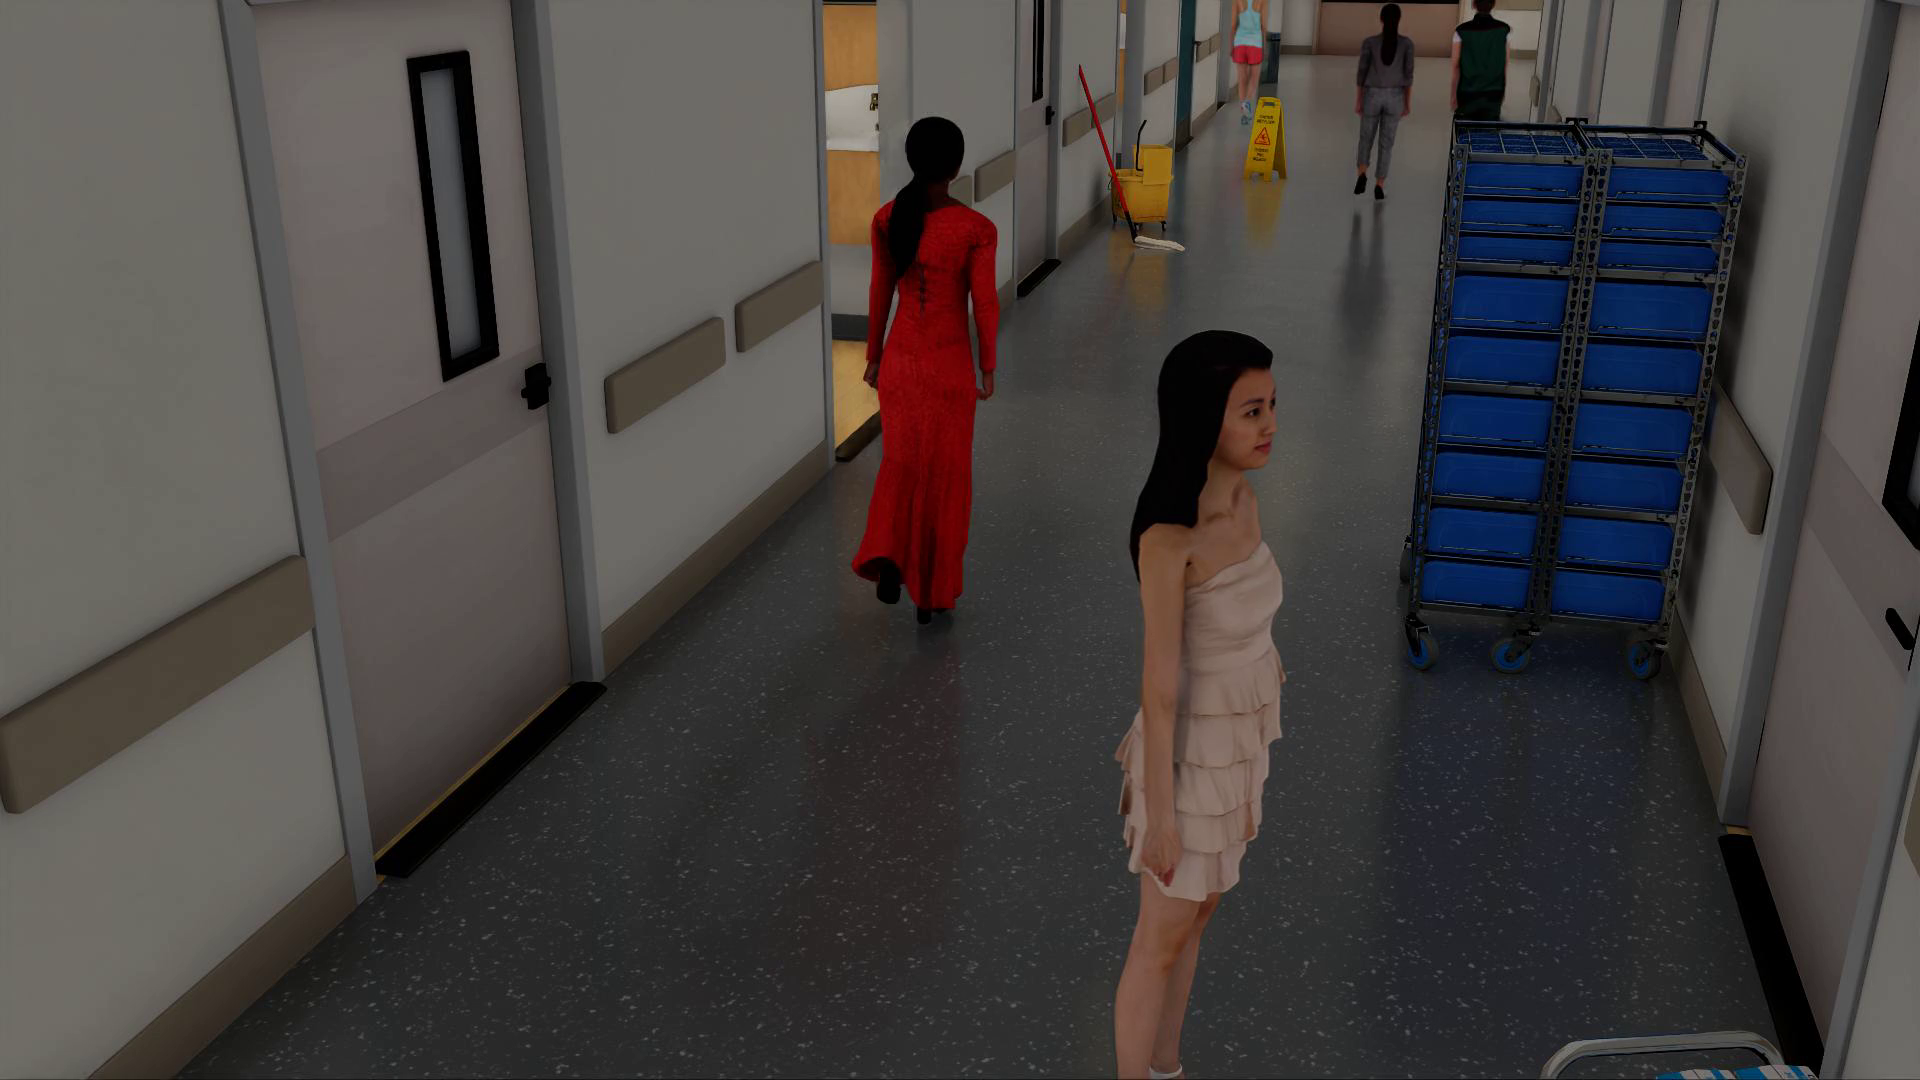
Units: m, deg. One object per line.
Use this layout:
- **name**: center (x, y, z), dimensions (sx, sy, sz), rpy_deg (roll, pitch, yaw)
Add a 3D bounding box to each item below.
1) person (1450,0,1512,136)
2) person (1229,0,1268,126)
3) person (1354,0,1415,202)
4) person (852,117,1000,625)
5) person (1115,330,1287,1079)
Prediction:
- **person**: center (4.457, -3.781, 14.251), dimensions (0.660, 1.805, 1.136), rpy_deg (6, 22, 16)
- **person**: center (3.394, -5.785, 19.608), dimensions (0.596, 1.758, 0.783), rpy_deg (5, 21, 13)
- **person**: center (3.663, -3.766, 14.409), dimensions (0.633, 1.665, 0.597), rpy_deg (7, 22, 18)
- **person**: center (-0.150, -0.521, 5.687), dimensions (0.667, 1.774, 0.740), rpy_deg (7, 22, 18)
- **person**: center (0.442, 0.444, 3.194), dimensions (0.697, 1.735, 0.552), rpy_deg (12, 24, 29)
